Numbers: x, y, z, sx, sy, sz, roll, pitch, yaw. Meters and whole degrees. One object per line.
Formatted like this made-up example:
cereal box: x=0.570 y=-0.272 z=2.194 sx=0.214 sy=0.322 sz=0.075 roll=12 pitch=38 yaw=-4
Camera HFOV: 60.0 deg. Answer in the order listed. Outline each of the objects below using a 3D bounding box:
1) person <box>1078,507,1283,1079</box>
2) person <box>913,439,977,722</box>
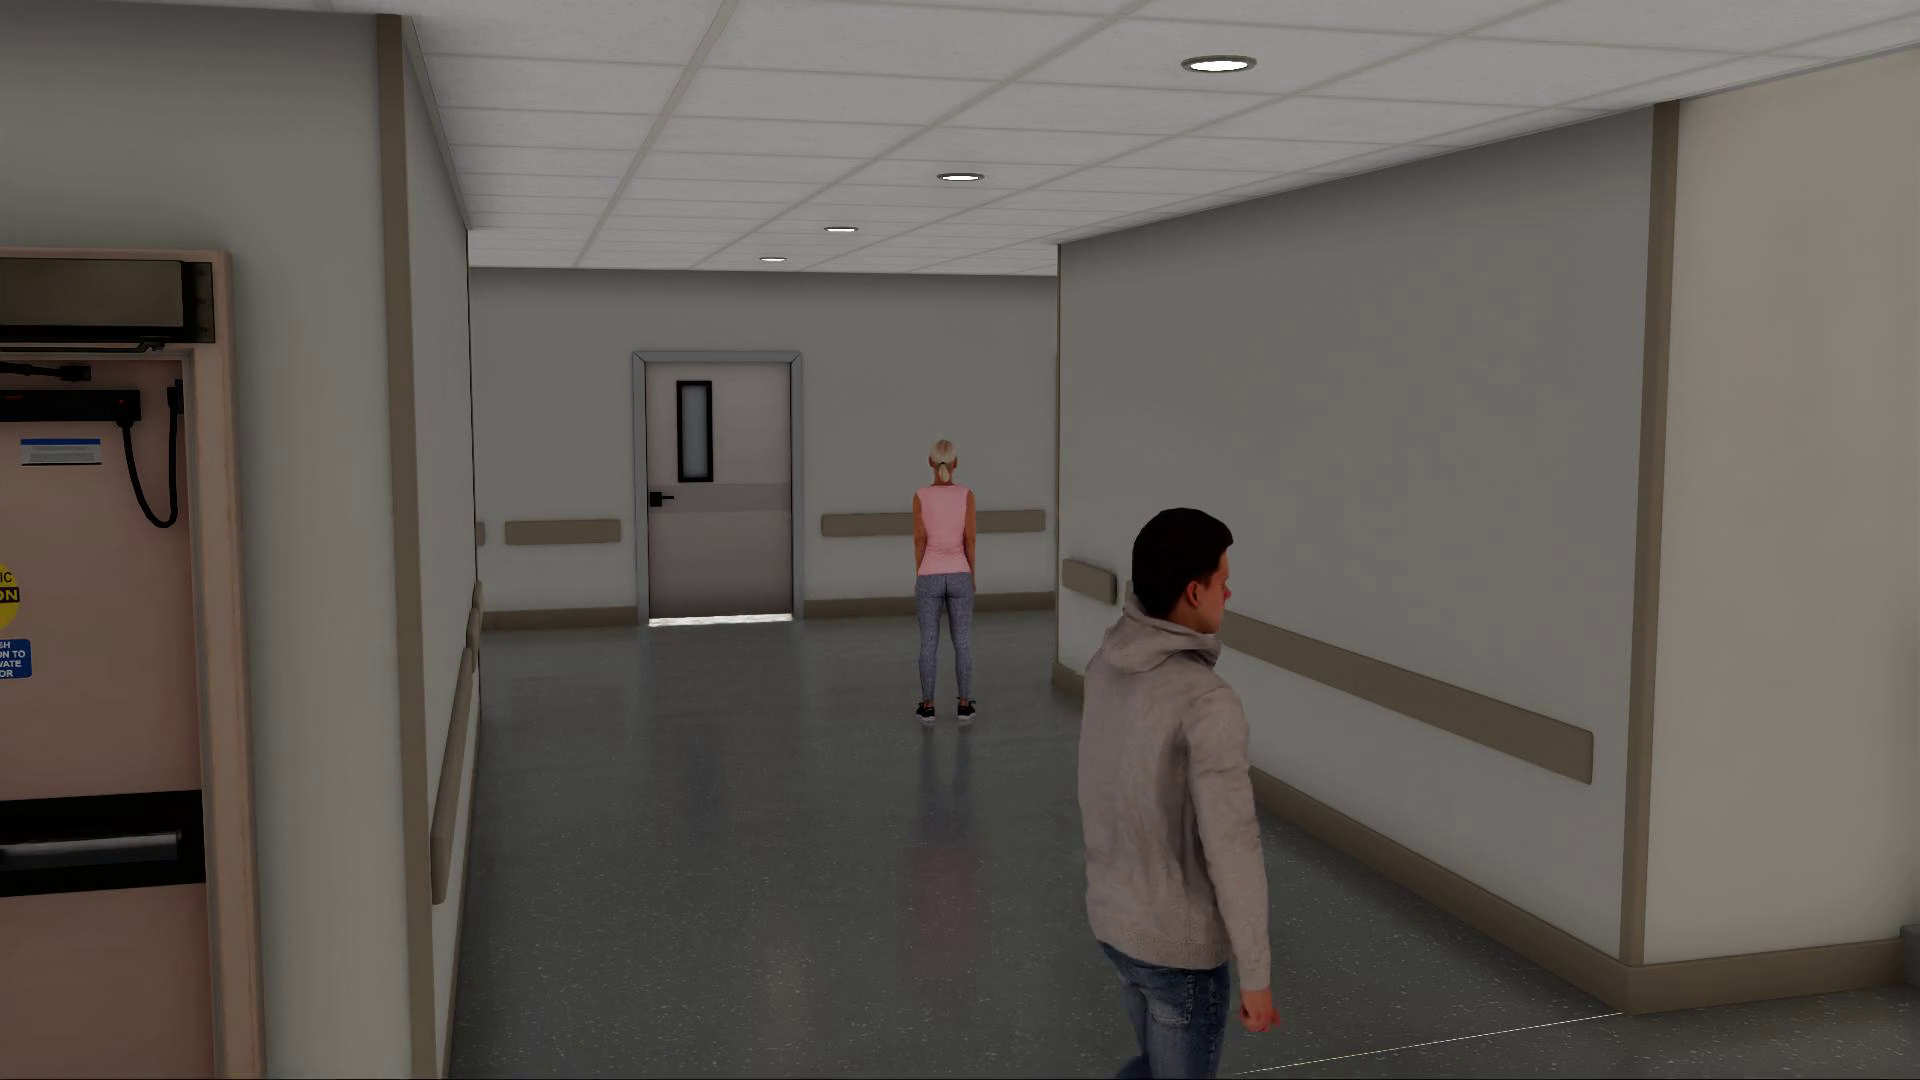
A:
person: x=0.359 y=0.851 z=3.588 sx=0.814 sy=1.845 sz=0.764 roll=-3 pitch=6 yaw=-26
person: x=-0.095 y=0.243 z=10.221 sx=0.514 sy=1.726 sz=0.646 roll=0 pitch=6 yaw=-4
